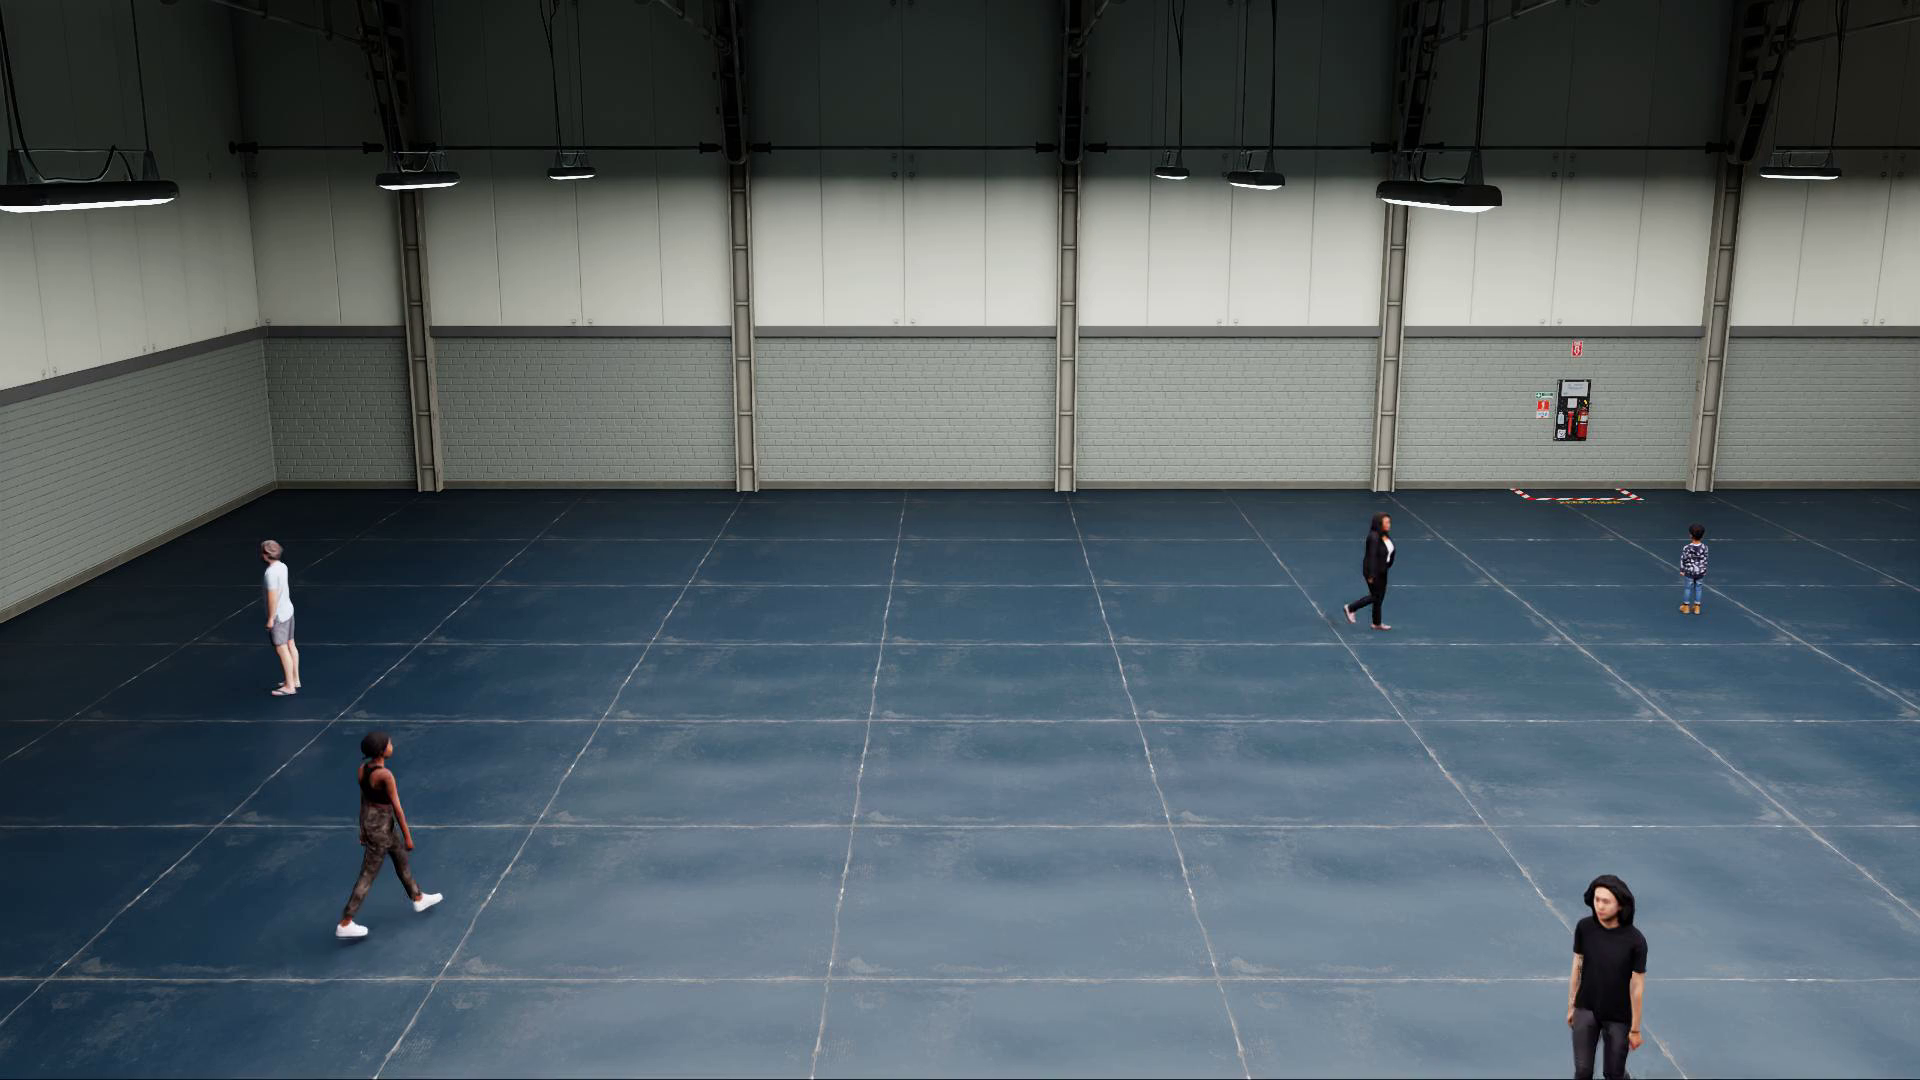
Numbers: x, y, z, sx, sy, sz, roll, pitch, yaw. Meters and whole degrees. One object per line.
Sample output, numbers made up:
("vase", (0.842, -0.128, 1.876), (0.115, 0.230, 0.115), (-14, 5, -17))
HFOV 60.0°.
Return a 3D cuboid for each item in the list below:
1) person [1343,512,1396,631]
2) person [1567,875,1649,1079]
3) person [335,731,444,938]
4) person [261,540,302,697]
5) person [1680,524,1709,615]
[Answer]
("person", (5.426, 0.415, 22.014), (0.976, 1.601, 0.844), (6, 14, 25))
("person", (4.126, 2.965, 10.543), (0.983, 1.808, 1.033), (12, 18, 42))
("person", (-4.735, 2.397, 13.359), (1.147, 1.644, 1.169), (12, 18, 41))
("person", (-7.948, 0.890, 19.451), (0.557, 1.830, 0.676), (-1, 13, -5))
("person", (10.105, 0.393, 22.880), (0.486, 1.253, 0.595), (3, 13, 11))
